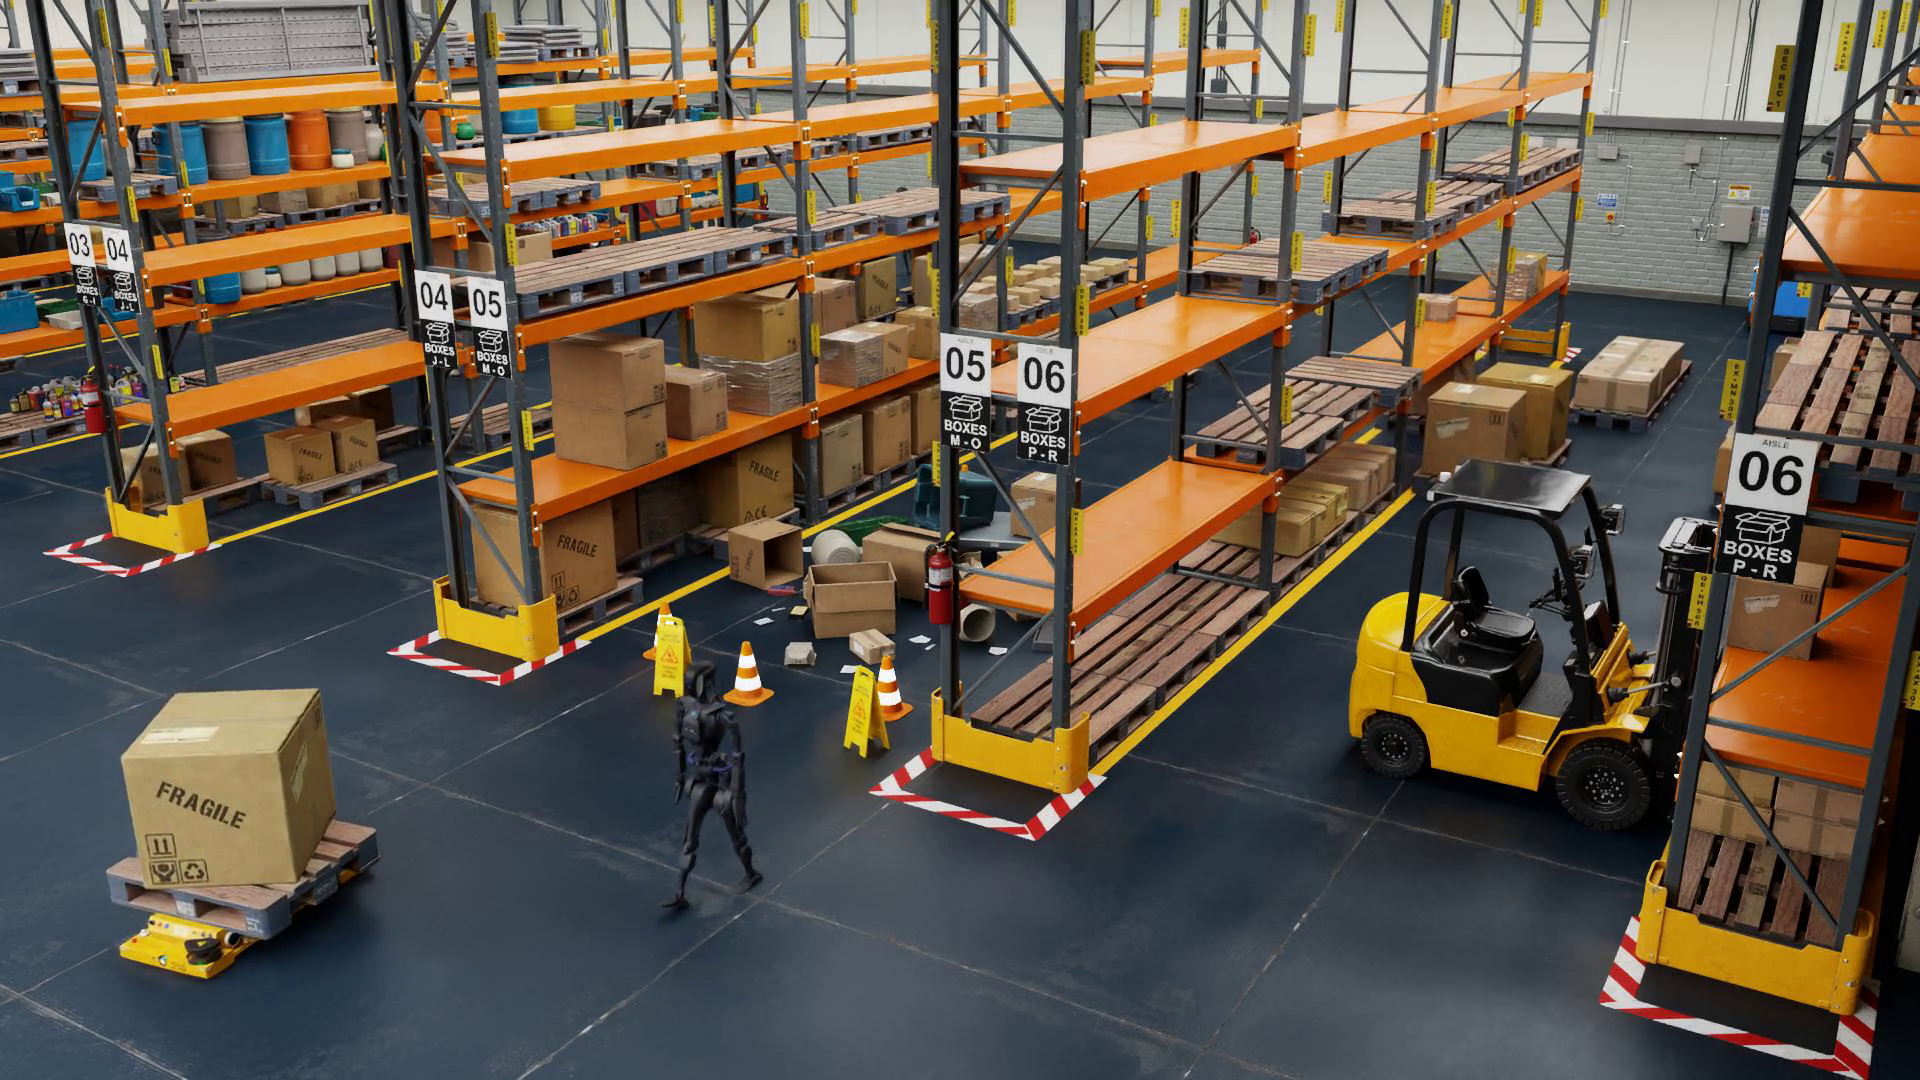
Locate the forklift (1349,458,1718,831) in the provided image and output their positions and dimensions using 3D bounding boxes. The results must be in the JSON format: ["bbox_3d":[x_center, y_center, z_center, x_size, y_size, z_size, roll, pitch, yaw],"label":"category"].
[{"bbox_3d":[3.988,0.658,11.776,2.313,2.155,1.214,11,22,29],"label":"forklift"}]

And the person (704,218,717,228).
[{"bbox_3d":[-5.240,-7.062,34.863,0.489,1.688,0.350,-6,20,-18],"label":"person"}]

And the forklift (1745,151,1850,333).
[{"bbox_3d":[13.620,-4.667,26.137,1.873,2.768,1.129,11,22,29],"label":"forklift"}]

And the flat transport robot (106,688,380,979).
[{"bbox_3d":[-4.391,2.195,10.267,0.659,0.231,1.431,7,20,19],"label":"flat transport robot"}]

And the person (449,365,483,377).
[{"bbox_3d":[-6.993,-3.116,23.394,0.802,1.718,0.546,-15,24,-37],"label":"person"}]

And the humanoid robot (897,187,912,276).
[{"bbox_3d":[-0.961,-5.815,31.283,0.432,1.647,0.607,5,20,13],"label":"humanoid robot"}]

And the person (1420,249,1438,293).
[{"bbox_3d":[7.928,-4.799,28.316,0.382,1.676,0.549,14,24,35],"label":"person"}]

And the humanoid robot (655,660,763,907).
[{"bbox_3d":[-1.532,1.500,10.177,0.601,1.625,0.756,12,23,32],"label":"humanoid robot"}]

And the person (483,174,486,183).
[{"bbox_3d":[-10.407,-7.727,36.613,0.334,1.799,0.521,10,22,27],"label":"person"}]
